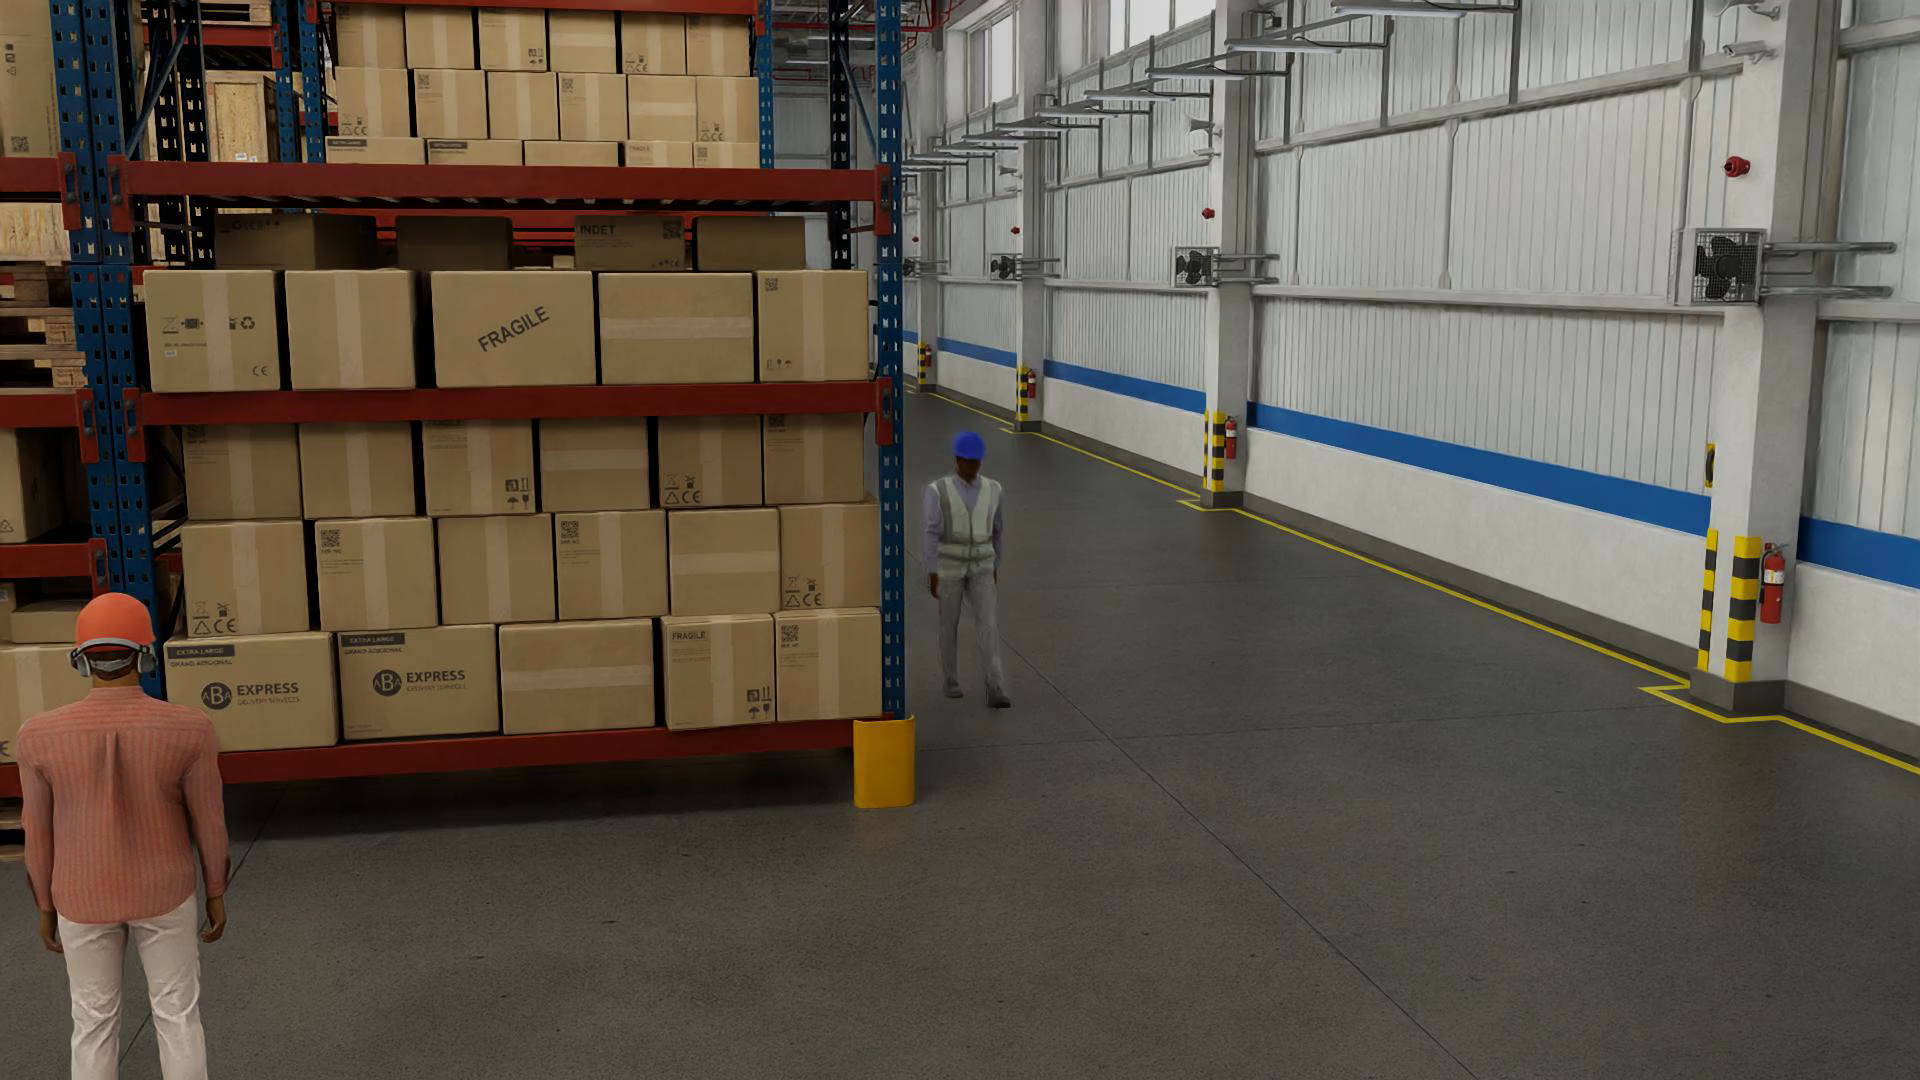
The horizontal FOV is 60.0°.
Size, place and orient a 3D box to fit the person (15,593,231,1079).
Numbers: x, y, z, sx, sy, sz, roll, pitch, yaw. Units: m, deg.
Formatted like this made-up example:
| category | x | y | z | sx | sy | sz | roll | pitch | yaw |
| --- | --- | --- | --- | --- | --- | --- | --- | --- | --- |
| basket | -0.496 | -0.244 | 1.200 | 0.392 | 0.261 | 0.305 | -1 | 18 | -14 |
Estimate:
| category | x | y | z | sx | sy | sz | roll | pitch | yaw |
| --- | --- | --- | --- | --- | --- | --- | --- | --- | --- |
| person | -2.729 | 1.158 | 5.486 | 0.608 | 1.987 | 0.405 | -3 | 10 | -20 |

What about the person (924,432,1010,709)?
| category | x | y | z | sx | sy | sz | roll | pitch | yaw |
| --- | --- | --- | --- | --- | --- | --- | --- | --- | --- |
| person | 0.058 | 0.219 | 11.431 | 0.616 | 1.904 | 0.951 | -3 | 10 | -15 |
